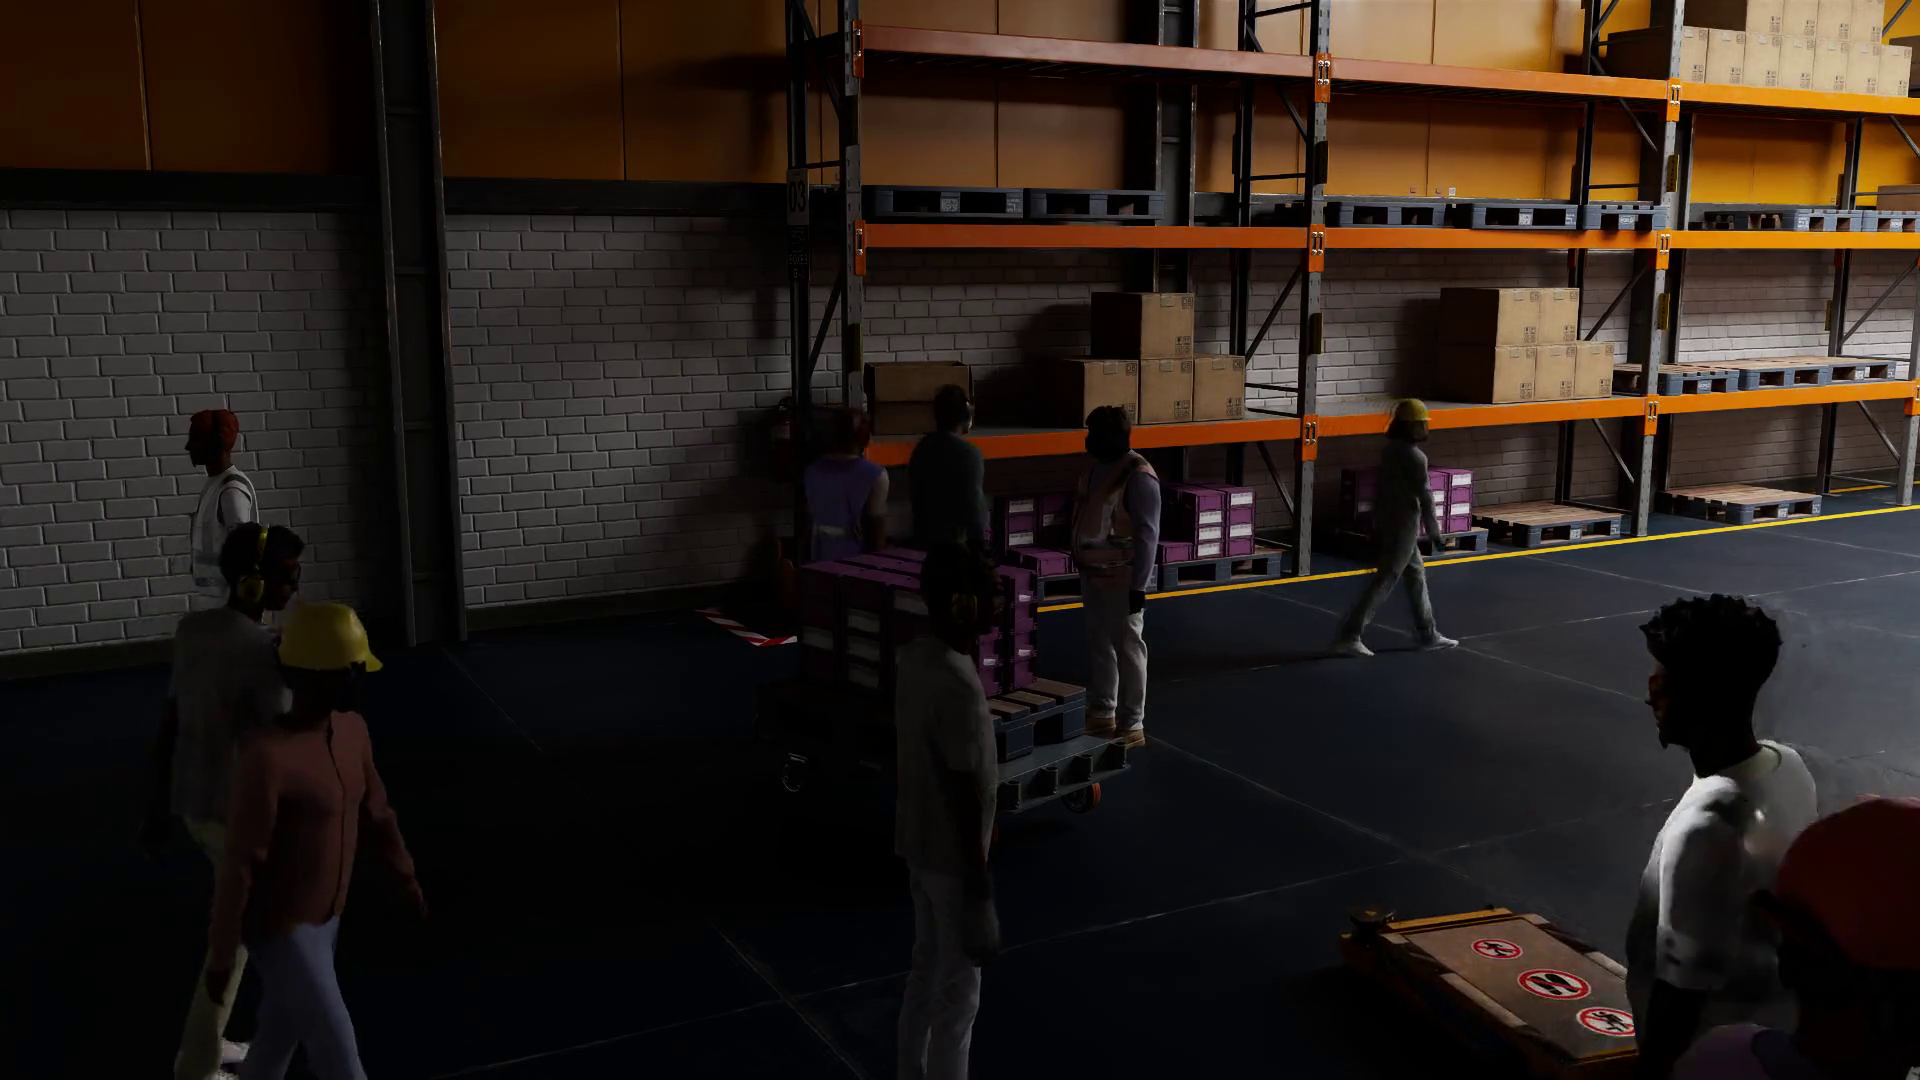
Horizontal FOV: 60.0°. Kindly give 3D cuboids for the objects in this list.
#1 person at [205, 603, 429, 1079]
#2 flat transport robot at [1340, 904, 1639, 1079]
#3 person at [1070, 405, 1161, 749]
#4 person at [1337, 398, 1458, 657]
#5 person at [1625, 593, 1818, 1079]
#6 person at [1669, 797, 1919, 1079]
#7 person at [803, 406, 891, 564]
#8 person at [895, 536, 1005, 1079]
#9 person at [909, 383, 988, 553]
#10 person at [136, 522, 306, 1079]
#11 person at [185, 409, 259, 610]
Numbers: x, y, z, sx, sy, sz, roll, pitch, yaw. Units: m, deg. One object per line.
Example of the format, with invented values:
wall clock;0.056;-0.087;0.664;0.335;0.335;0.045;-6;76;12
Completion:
person;-1.689;1.021;4.479;0.886;1.716;0.568;1;10;7
flat transport robot;1.934;1.552;5.601;0.652;0.197;1.431;-3;10;-17
person;0.801;0.199;8.878;0.429;1.839;0.632;-5;11;-25
person;2.875;-0.074;10.872;0.900;1.698;0.489;-1;10;-8
person;1.551;1.070;3.509;0.420;1.953;0.621;8;12;37
person;1.000;1.299;2.166;1.058;1.993;0.618;2;10;13
person;-0.580;0.156;9.237;0.580;1.793;0.873;6;12;32
person;-0.025;0.914;4.713;0.316;1.859;0.554;-4;11;-21
person;-0.118;0.088;9.290;0.730;1.921;0.648;-6;11;-29
person;-2.250;0.856;5.115;0.536;1.829;0.533;8;13;38
person;-3.607;0.295;8.200;0.356;1.883;0.572;-6;11;-30
